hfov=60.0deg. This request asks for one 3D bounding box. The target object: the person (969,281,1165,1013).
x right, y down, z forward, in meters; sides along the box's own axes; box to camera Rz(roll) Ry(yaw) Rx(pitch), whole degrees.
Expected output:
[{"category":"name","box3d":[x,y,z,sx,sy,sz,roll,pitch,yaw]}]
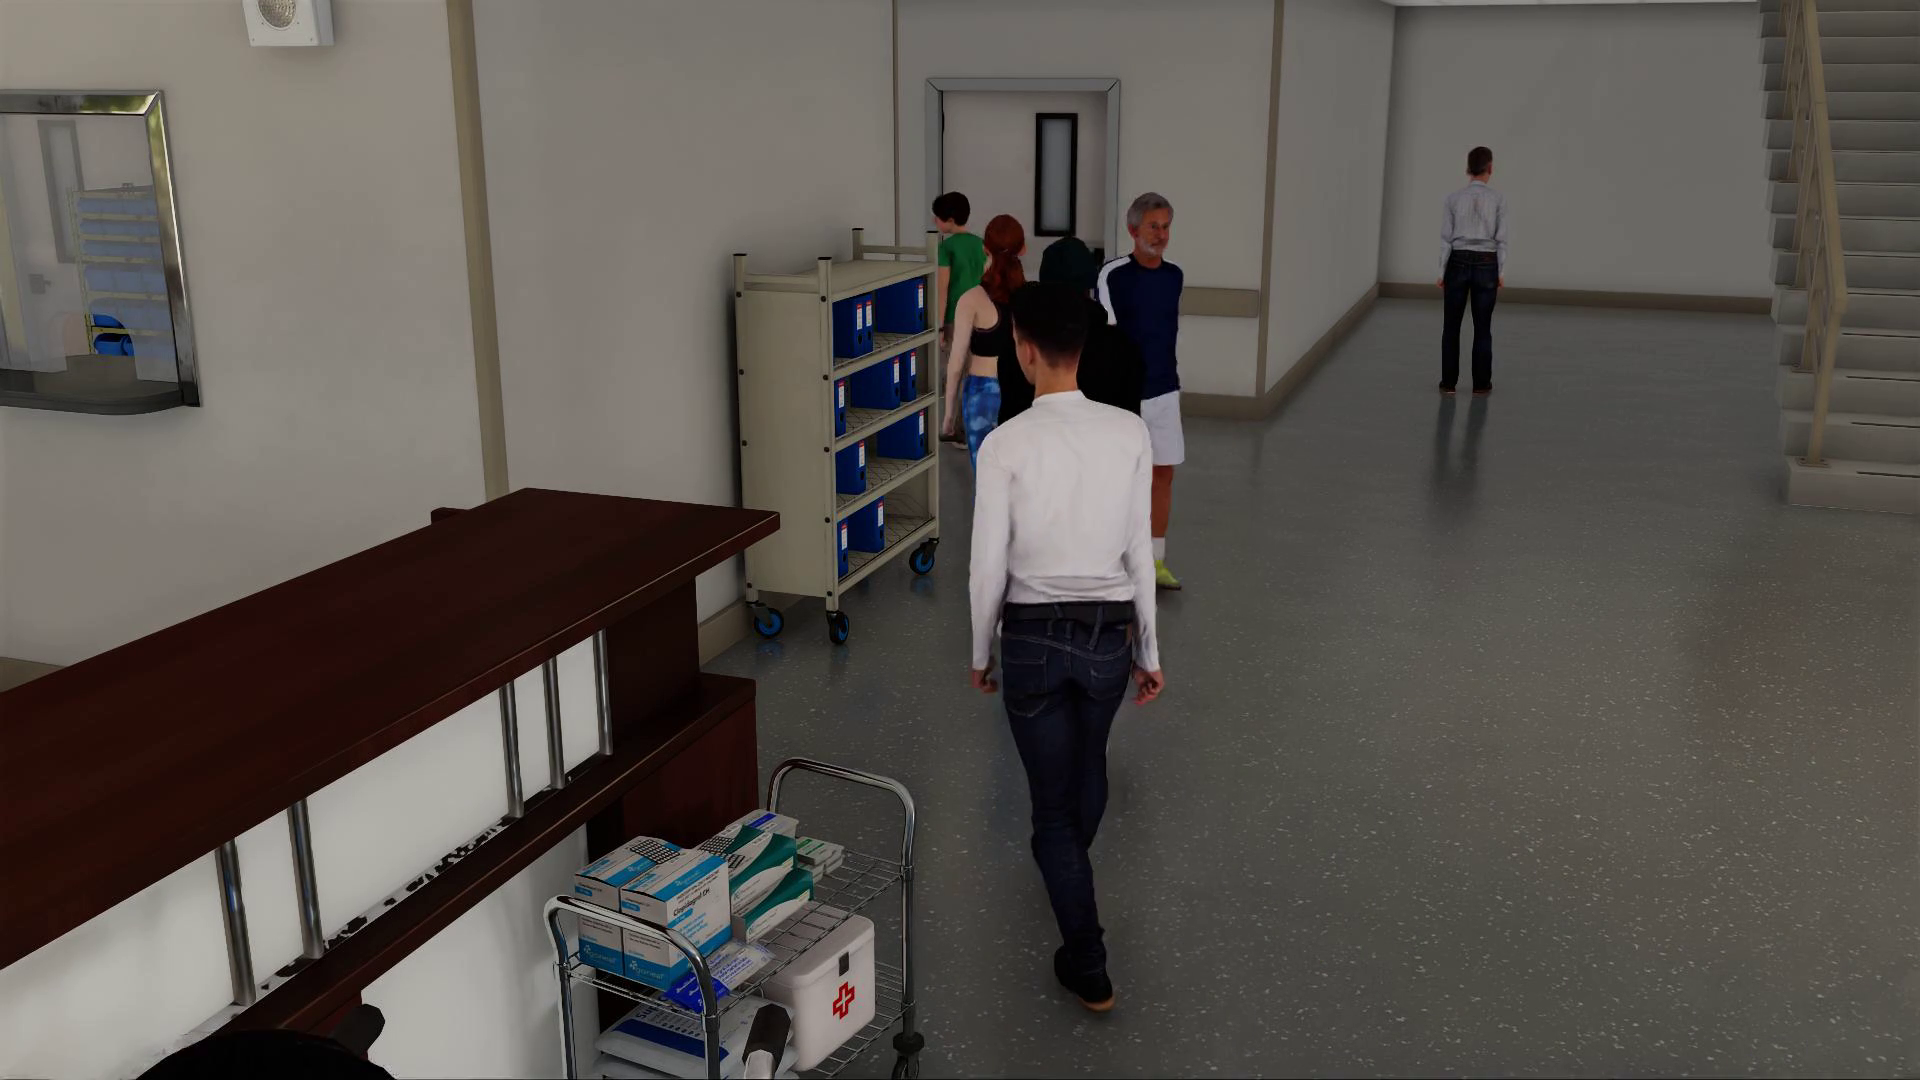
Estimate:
[{"category":"person","box3d":[0.295,0.306,4.149,1.016,1.843,1.143,-4,16,-15]}]

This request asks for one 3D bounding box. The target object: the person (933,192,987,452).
[{"category":"person","box3d":[0.073,-1.310,10.279,1.014,1.628,0.969,-12,20,-37]}]

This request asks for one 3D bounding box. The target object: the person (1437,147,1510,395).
[{"category":"person","box3d":[3.827,-2.017,12.441,0.650,1.815,0.555,5,16,17]}]

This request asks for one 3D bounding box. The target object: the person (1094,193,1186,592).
[{"category":"person","box3d":[0.768,-0.690,7.730,1.038,1.818,1.087,-8,18,-27]}]

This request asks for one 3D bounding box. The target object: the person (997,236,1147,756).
[{"category":"person","box3d":[0.379,-0.110,5.717,0.896,1.793,1.210,1,16,2]}]

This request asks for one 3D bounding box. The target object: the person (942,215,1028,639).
[{"category":"person","box3d":[0.184,-0.412,6.871,0.988,1.750,1.171,-4,16,-15]}]
